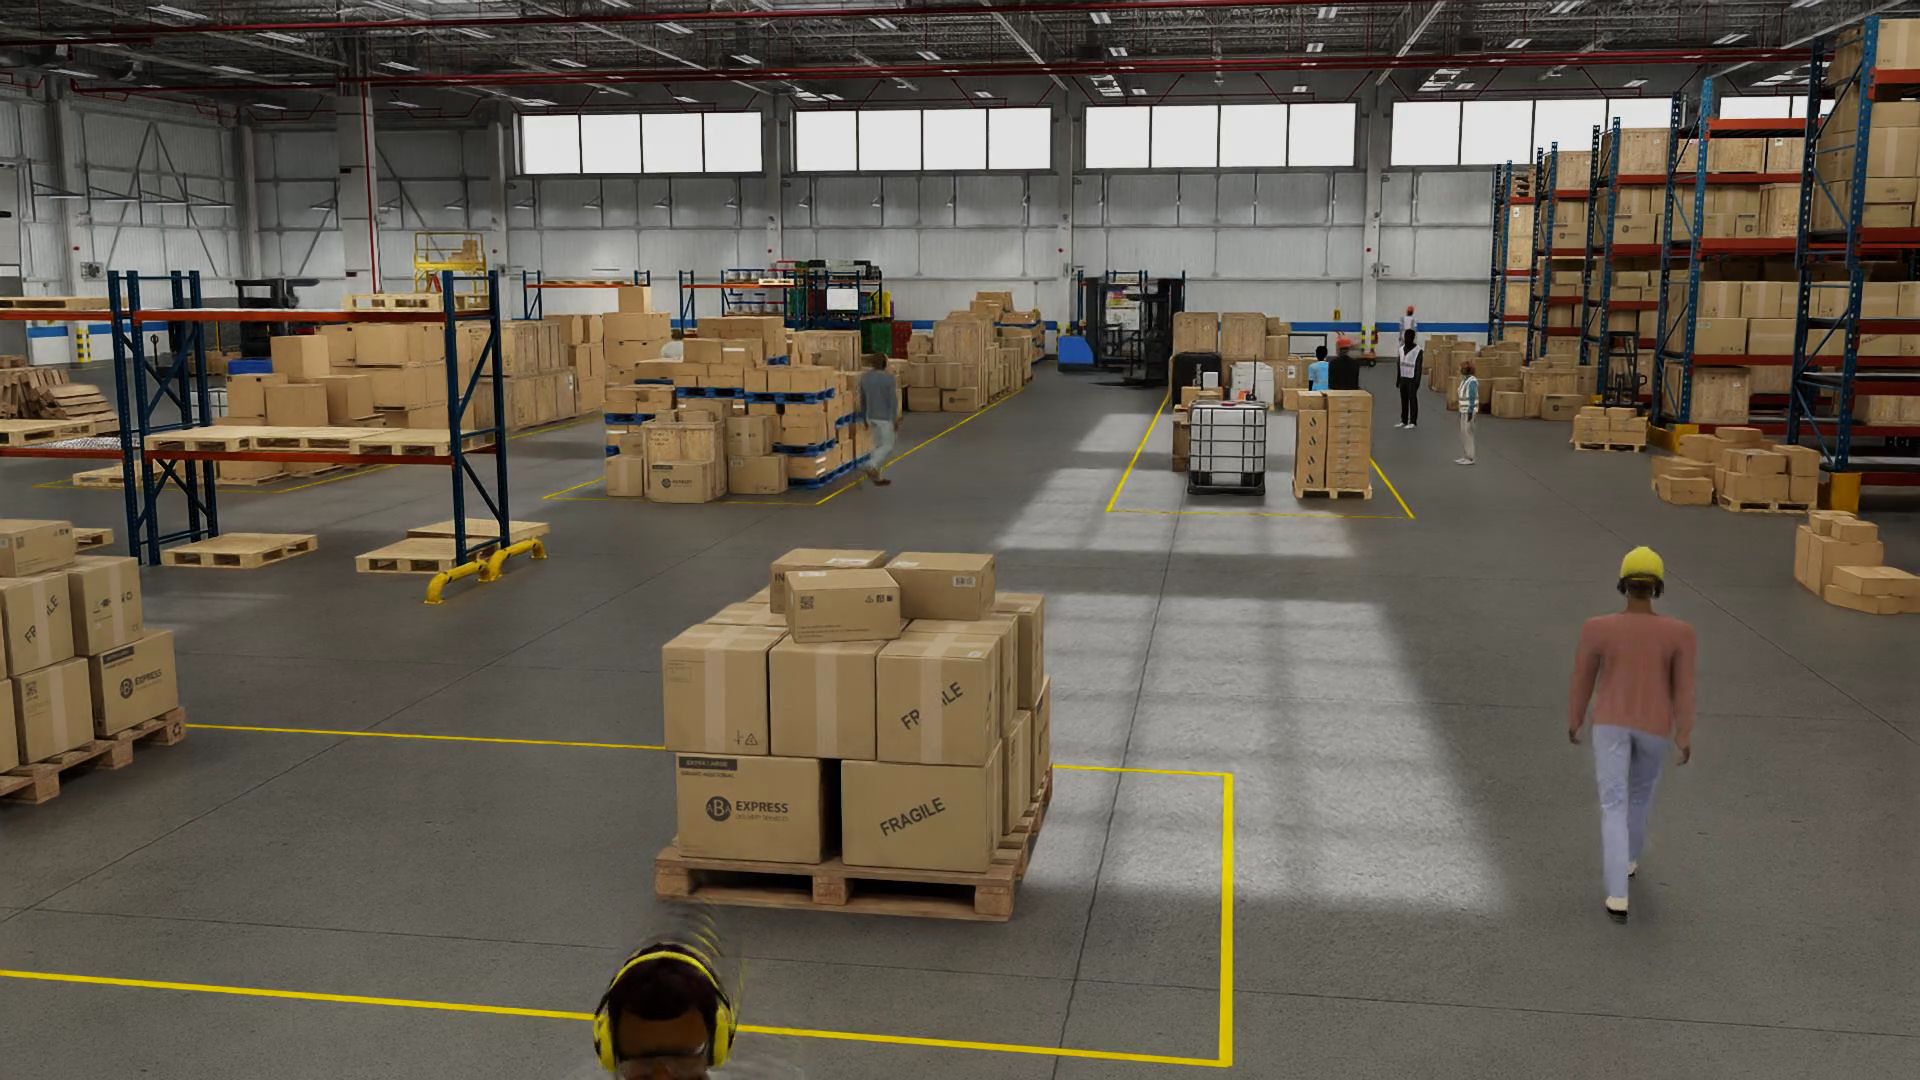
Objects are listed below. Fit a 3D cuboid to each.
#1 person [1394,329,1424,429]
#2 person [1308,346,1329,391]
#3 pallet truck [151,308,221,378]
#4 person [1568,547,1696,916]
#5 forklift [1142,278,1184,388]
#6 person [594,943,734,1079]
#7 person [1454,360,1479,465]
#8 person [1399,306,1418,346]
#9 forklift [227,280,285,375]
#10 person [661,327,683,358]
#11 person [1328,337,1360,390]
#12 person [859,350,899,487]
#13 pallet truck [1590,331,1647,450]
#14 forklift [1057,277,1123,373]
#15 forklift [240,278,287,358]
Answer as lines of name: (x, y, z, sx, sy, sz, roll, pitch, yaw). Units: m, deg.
person: (8.650, -3.095, 31.997, 0.397, 1.911, 0.587, -5, 11, -30)
person: (6.427, -2.609, 29.641, 0.535, 1.697, 0.322, -3, 10, -17)
pallet truck: (-21.869, -5.598, 47.154, 0.823, 1.965, 1.885, 4, 10, 26)
person: (3.221, 0.887, 8.009, 0.540, 1.714, 0.904, 3, 10, 15)
forklift: (5.439, -5.381, 43.102, 1.873, 2.768, 1.129, -3, 10, -17)
person: (-0.485, 1.640, 3.015, 0.534, 1.842, 0.805, -1, 9, -4)
person: (7.957, -1.997, 26.075, 0.323, 1.631, 0.521, 0, 9, 0)
person: (14.185, -6.444, 52.598, 0.584, 1.922, 0.408, 5, 10, 28)
forklift: (-15.509, -4.389, 36.986, 1.129, 2.768, 1.873, -1, 9, -5)
person: (-5.555, -3.236, 32.818, 0.632, 1.923, 0.530, -2, 9, -12)
person: (6.353, -2.384, 27.521, 0.645, 1.944, 1.039, -3, 10, -19)
person: (-1.140, -1.685, 23.242, 0.653, 1.927, 0.498, 7, 12, 39)
pallet truck: (11.253, -2.573, 28.499, 0.823, 1.965, 1.885, 5, 10, 27)
forklift: (3.858, -6.337, 48.997, 1.873, 2.768, 1.129, 1, 9, 9)
forklift: (-17.626, -5.370, 43.033, 1.873, 2.768, 1.129, -3, 10, -18)
